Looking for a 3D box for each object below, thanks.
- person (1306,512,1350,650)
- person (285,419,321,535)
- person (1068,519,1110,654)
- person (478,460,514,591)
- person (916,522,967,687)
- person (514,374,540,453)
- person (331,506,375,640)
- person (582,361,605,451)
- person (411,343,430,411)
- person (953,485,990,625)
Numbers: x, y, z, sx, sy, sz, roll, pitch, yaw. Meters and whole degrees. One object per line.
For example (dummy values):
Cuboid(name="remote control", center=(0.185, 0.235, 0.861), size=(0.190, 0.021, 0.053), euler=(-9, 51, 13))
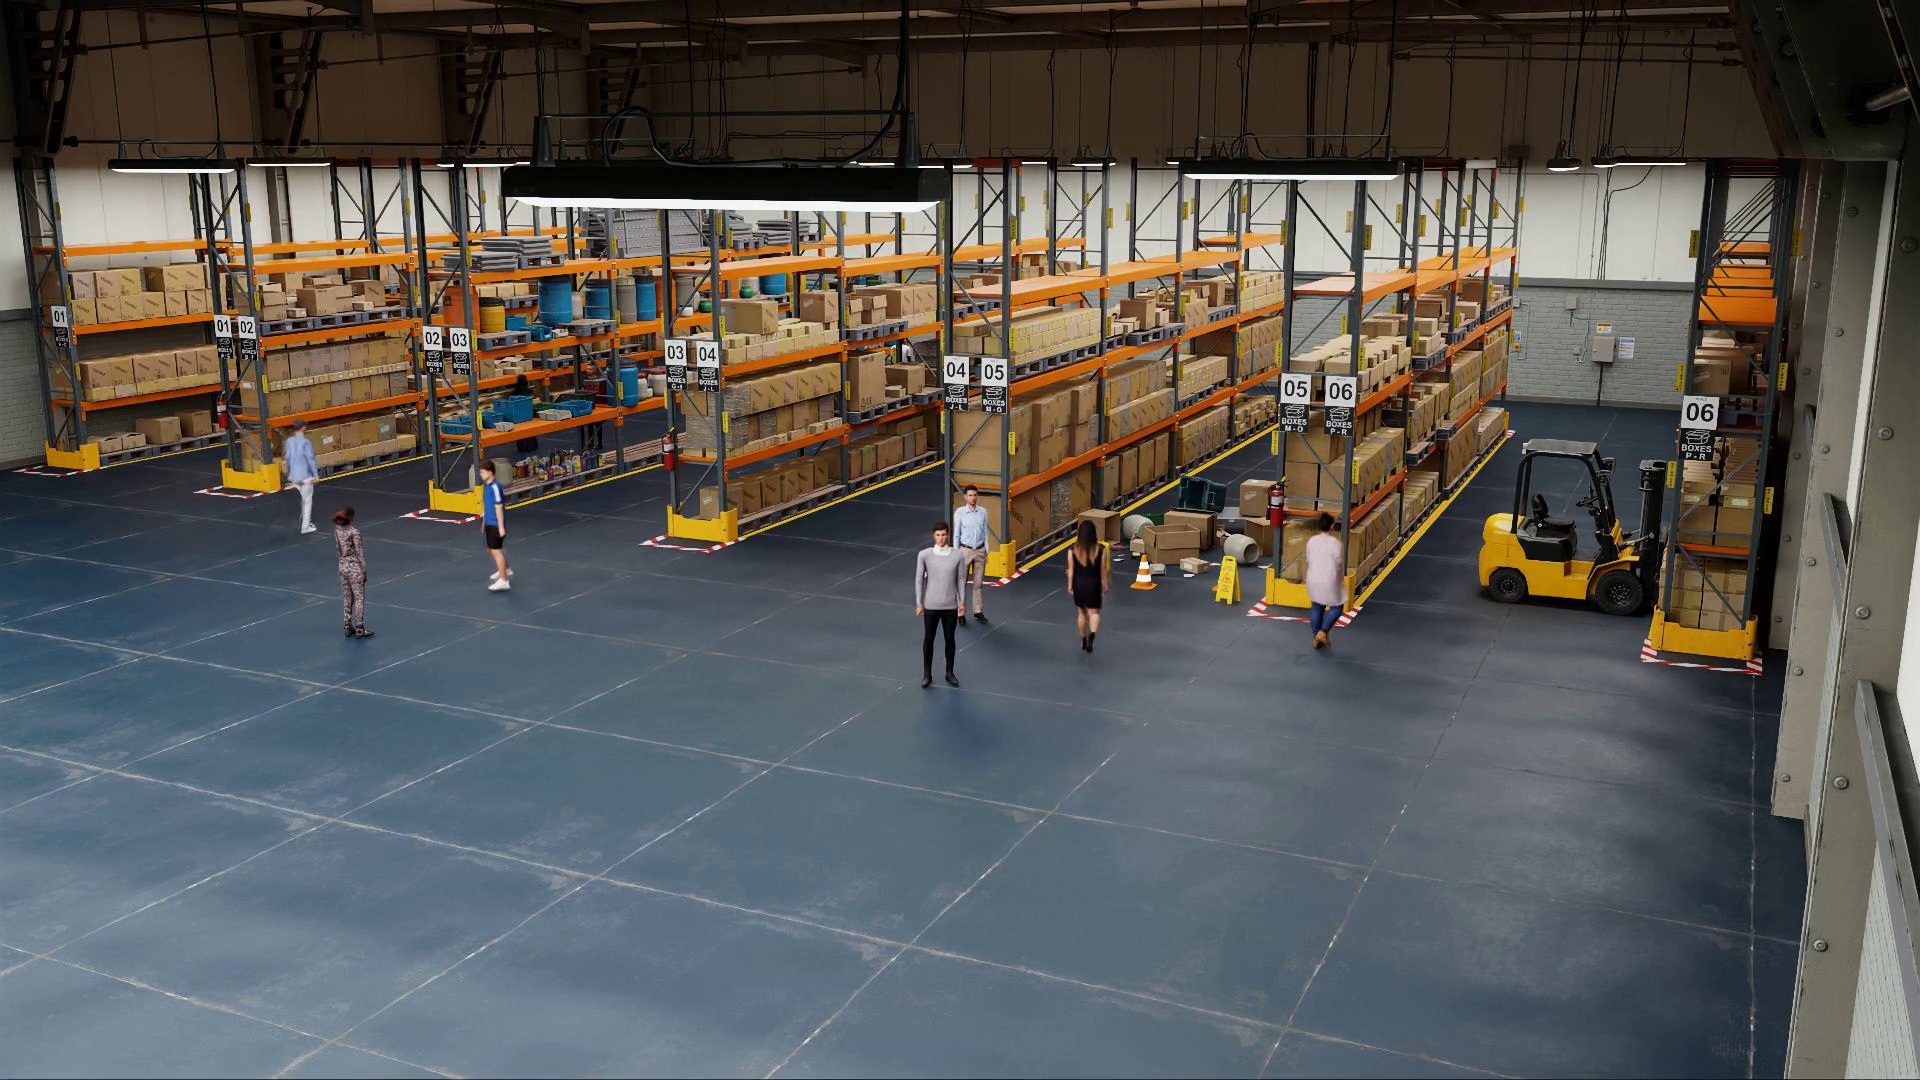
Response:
Cuboid(name="person", center=(4.484, 0.522, 20.656), size=(0.842, 1.739, 0.831), euler=(-12, 18, -42))
Cuboid(name="person", center=(-10.741, -1.021, 27.017), size=(0.660, 1.876, 0.645), euler=(5, 14, 22))
Cuboid(name="person", center=(1.573, 0.624, 20.316), size=(0.849, 1.694, 1.061), euler=(1, 13, 4))
Cuboid(name="person", center=(-6.599, -0.224, 23.665), size=(1.070, 1.834, 1.070), euler=(-9, 16, -33))
Cuboid(name="person", center=(-0.224, 0.726, 19.366), size=(0.838, 1.923, 0.832), euler=(-1, 13, -5))
Cuboid(name="person", center=(-9.078, -2.656, 34.653), size=(0.619, 1.615, 0.604), euler=(5, 14, 19))
Cuboid(name="person", center=(-7.775, 0.397, 21.251), size=(0.592, 1.715, 0.583), euler=(8, 15, 30))
Cuboid(name="person", center=(-7.688, -2.835, 34.875), size=(0.708, 1.865, 0.601), euler=(5, 14, 19))
Cuboid(name="person", center=(-12.661, -3.757, 39.068), size=(0.629, 1.769, 0.567), euler=(4, 14, 18))
Cuboid(name="person", center=(0.155, 0.175, 21.916), size=(0.752, 1.846, 0.809), euler=(-4, 14, -18))
